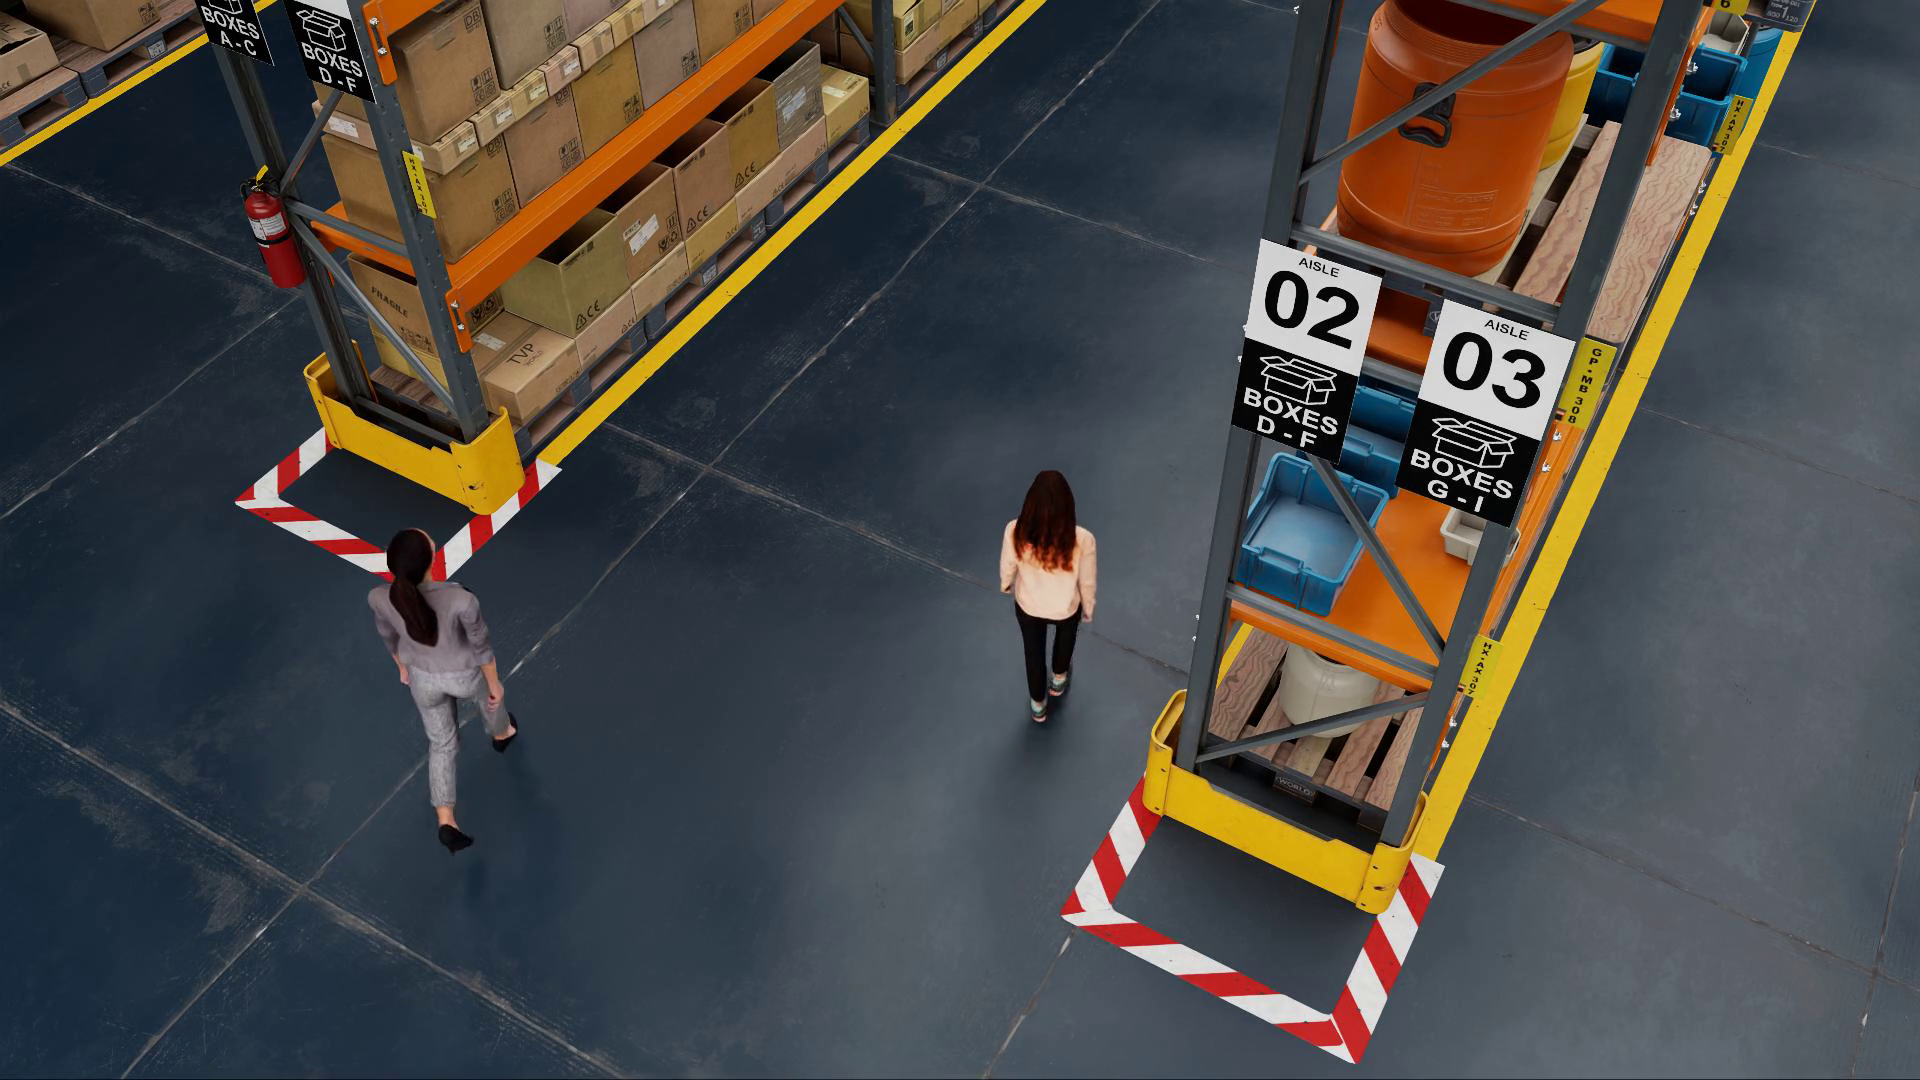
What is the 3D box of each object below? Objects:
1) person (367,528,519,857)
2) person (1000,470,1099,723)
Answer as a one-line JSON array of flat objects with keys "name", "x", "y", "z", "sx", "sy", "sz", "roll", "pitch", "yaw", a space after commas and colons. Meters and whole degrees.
[{"name": "person", "x": -2.146, "y": 0.636, "z": 6.926, "sx": 0.960, "sy": 1.645, "sz": 1.176, "roll": 1, "pitch": 47, "yaw": 1}, {"name": "person", "x": 0.382, "y": 0.310, "z": 7.347, "sx": 0.692, "sy": 1.470, "sz": 0.714, "roll": 7, "pitch": 48, "yaw": 6}]
